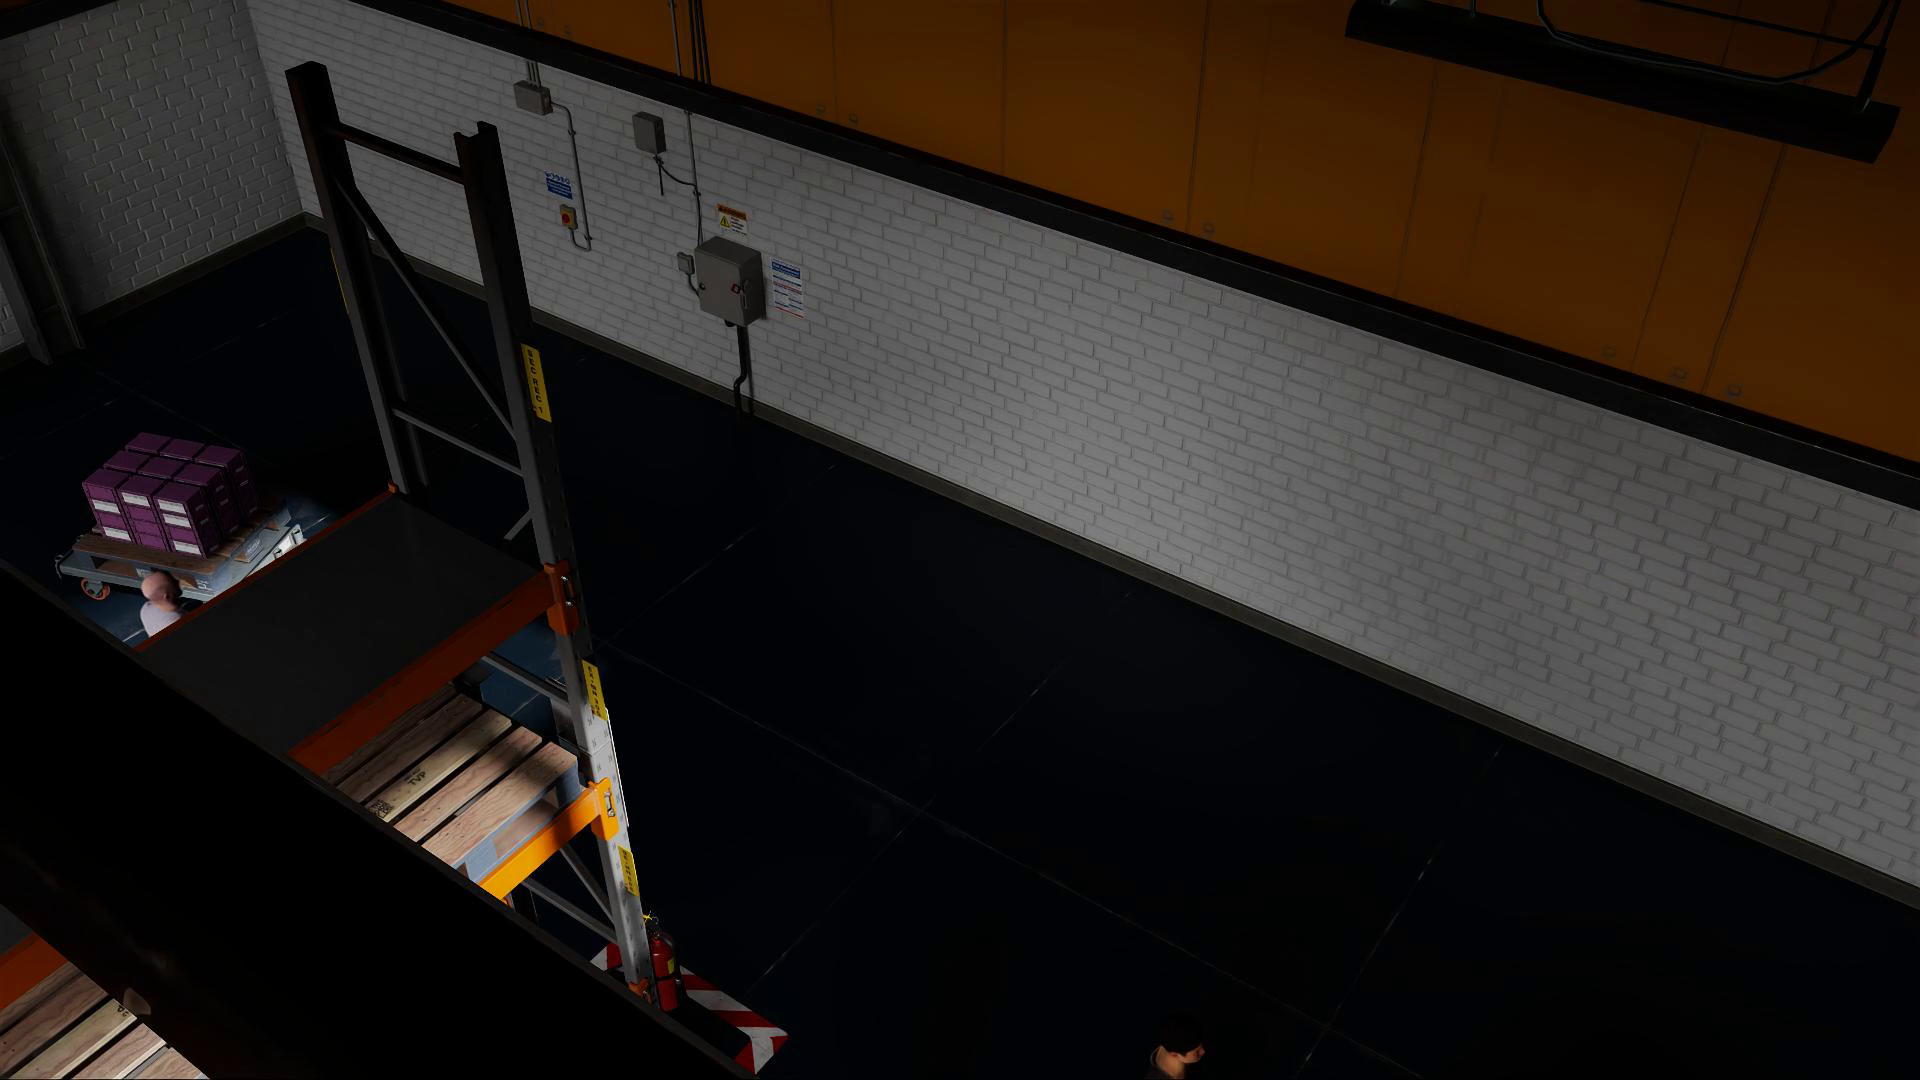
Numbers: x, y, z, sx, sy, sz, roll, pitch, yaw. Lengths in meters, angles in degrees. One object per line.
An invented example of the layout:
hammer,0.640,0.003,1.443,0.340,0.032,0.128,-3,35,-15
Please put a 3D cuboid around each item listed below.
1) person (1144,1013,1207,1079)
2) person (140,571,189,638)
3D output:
person,1.058,2.963,8.466,0.742,1.717,0.594,11,40,14
person,-5.019,0.931,10.919,0.645,1.832,0.573,22,44,25
